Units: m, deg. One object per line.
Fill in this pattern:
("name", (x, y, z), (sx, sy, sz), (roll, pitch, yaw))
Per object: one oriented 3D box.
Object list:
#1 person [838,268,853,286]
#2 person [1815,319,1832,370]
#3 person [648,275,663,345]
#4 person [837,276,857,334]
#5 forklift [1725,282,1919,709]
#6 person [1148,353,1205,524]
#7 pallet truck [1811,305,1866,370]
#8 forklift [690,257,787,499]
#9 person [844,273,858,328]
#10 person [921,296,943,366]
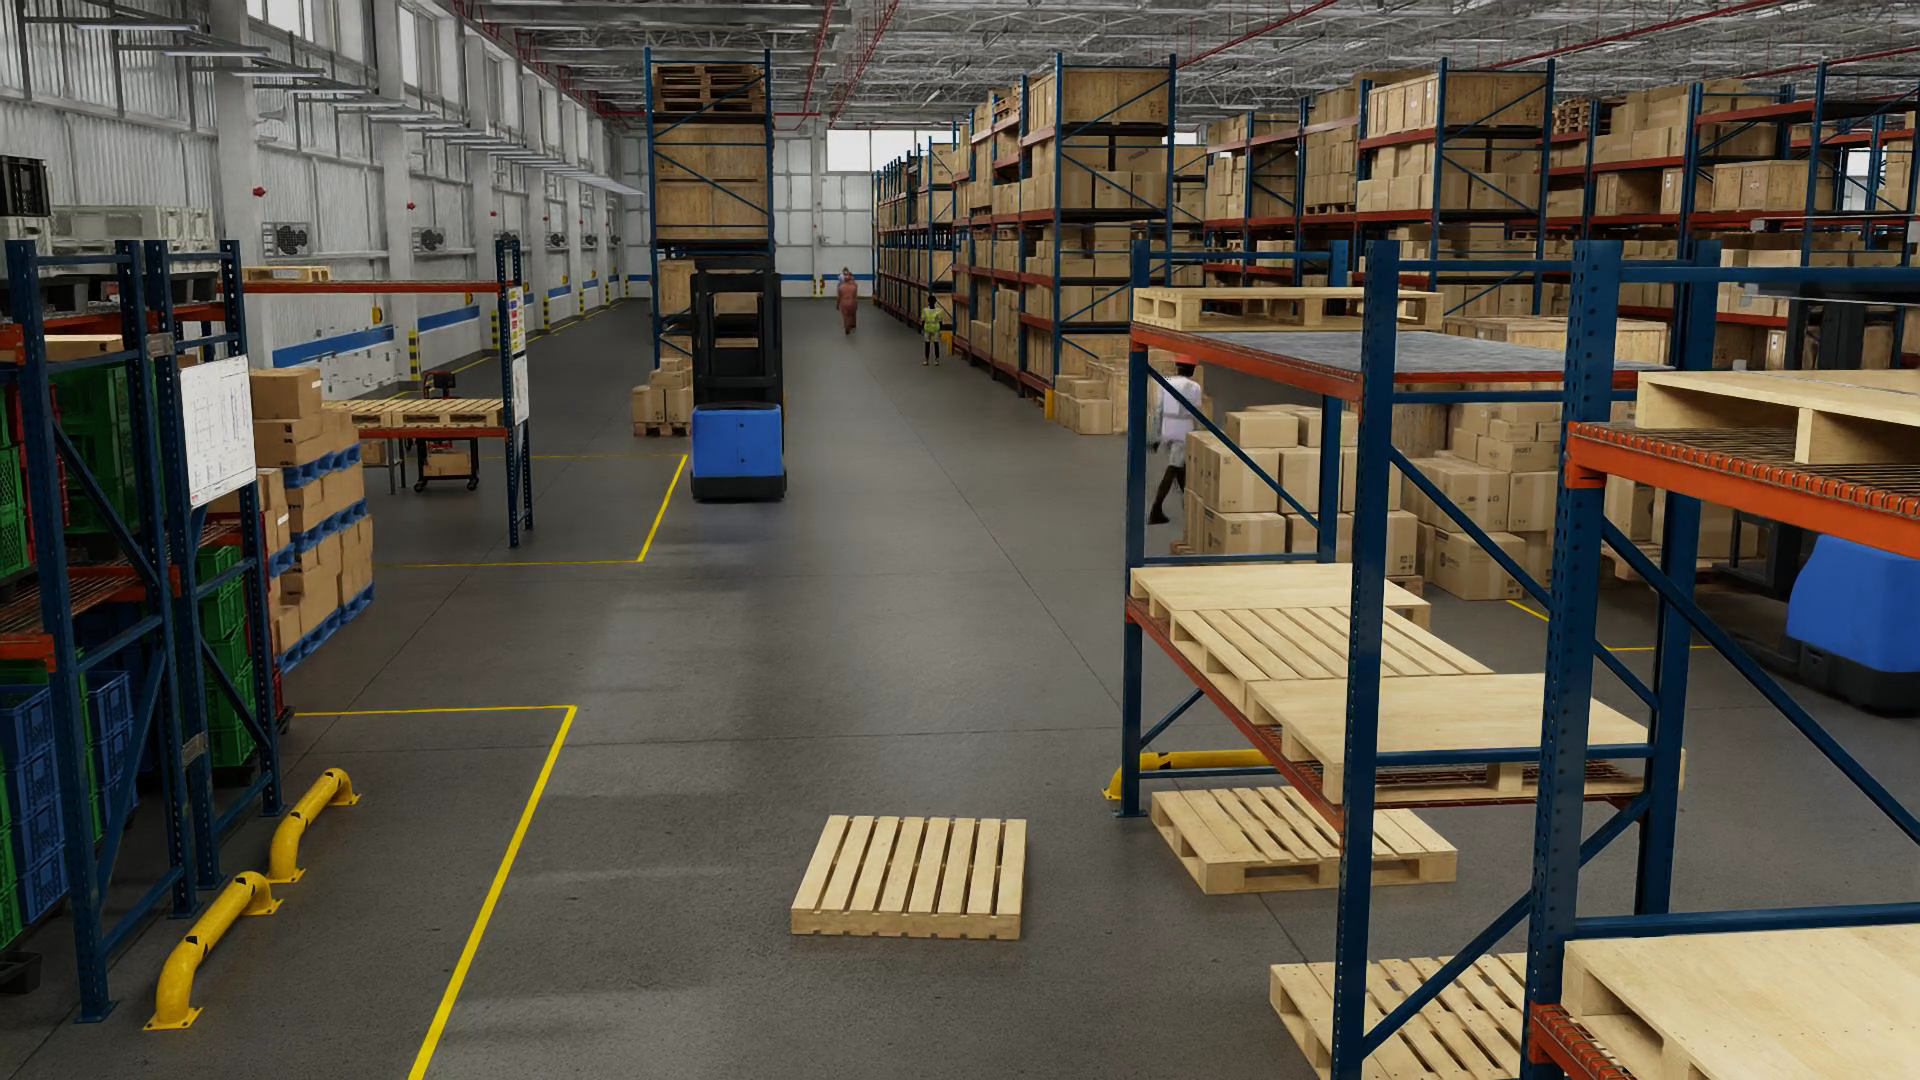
("person", (-4.705, -10.284, 68.675), (0.633, 1.884, 1.033), (-2, 10, -13))
("person", (13.115, -2.432, 25.105), (0.397, 1.911, 0.587), (10, 14, 43))
("person", (-8.836, -6.663, 48.183), (0.396, 2.038, 0.615), (3, 11, 18))
("person", (-3.679, -7.660, 54.172), (0.651, 1.879, 0.892), (-3, 11, -15))
("forklift", (6.242, -0.419, 11.257), (1.129, 2.768, 1.873), (-1, 10, -6))
("person", (2.387, -1.126, 17.968), (1.040, 1.873, 0.538), (-8, 13, -37))
("pallet truck", (15.846, -3.142, 28.793), (1.885, 1.965, 0.823), (2, 10, 12))
("forklift", (-2.665, -1.979, 19.899), (1.129, 2.768, 1.873), (-1, 10, -6))
("person", (-3.823, -8.304, 57.660), (0.402, 1.904, 0.638), (6, 12, 32))
("person", (-0.682, -5.069, 40.299), (0.541, 1.696, 0.315), (2, 10, 11))
